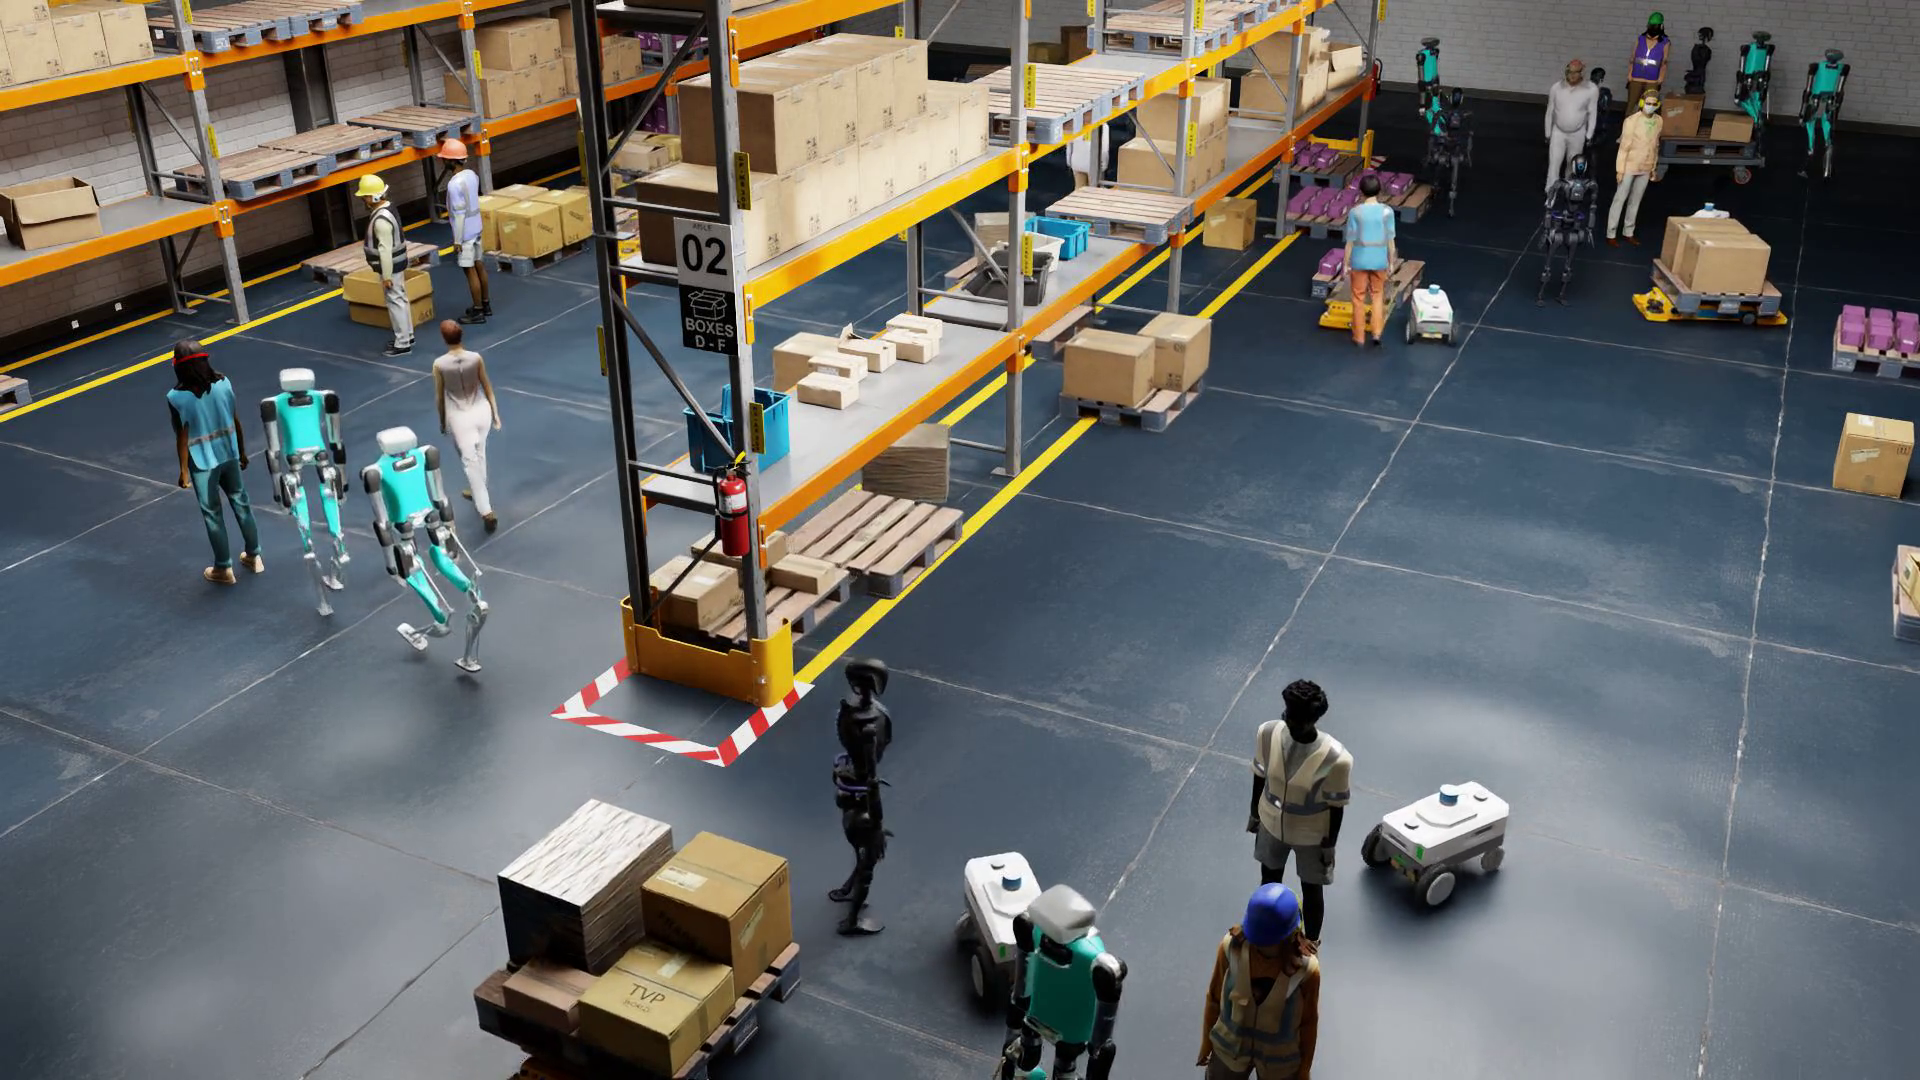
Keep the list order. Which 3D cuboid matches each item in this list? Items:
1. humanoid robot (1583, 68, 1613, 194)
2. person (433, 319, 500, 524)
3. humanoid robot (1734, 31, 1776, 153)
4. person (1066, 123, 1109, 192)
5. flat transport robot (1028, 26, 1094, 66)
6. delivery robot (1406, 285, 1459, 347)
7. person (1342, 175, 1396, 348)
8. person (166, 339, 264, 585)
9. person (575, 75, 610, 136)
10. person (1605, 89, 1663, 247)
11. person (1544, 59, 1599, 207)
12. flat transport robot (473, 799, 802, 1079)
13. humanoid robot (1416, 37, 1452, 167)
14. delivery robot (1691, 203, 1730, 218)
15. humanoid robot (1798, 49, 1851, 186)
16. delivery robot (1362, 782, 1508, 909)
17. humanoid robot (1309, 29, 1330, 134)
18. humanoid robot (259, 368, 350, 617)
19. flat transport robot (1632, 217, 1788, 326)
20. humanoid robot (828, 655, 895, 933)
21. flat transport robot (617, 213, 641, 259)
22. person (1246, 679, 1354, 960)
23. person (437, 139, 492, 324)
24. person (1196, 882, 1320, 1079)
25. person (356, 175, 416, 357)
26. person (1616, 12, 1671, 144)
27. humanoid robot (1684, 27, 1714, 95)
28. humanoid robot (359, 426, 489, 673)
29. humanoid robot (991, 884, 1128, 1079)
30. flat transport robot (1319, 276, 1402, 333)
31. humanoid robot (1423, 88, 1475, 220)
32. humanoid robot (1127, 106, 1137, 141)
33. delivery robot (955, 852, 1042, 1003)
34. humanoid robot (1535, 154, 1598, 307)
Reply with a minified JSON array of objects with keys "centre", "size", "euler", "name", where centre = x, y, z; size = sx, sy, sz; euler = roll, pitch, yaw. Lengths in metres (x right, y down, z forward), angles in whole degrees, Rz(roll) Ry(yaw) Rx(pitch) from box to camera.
[{"centre":[8.466,-5.463,22.238],"size":[0.585,1.633,0.466],"euler":[-10,28,-19],"name":"humanoid robot"},{"centre":[-3.865,-0.938,13.142],"size":[0.439,1.617,0.783],"euler":[-19,32,-33],"name":"person"},{"centre":[11.555,-6.348,24.078],"size":[0.551,1.911,0.741],"euler":[-6,27,-12],"name":"humanoid robot"},{"centre":[1.589,-4.645,20.501],"size":[0.586,1.735,0.385],"euler":[13,29,25],"name":"person"},{"centre":[1.837,-8.150,29.240],"size":[1.431,0.231,0.659],"euler":[21,33,36],"name":"flat transport robot"},{"centre":[4.860,-2.328,17.148],"size":[0.499,0.586,0.773],"euler":[4,27,7],"name":"delivery robot"},{"centre":[4.111,-2.788,16.751],"size":[0.506,1.741,0.450],"euler":[0,26,0],"name":"person"},{"centre":[-5.438,-0.566,12.123],"size":[0.386,1.865,0.536],"euler":[18,32,32],"name":"person"},{"centre":[-4.718,-5.166,21.432],"size":[0.388,1.849,0.565],"euler":[9,28,17],"name":"person"},{"centre":[8.132,-4.482,20.026],"size":[0.555,1.874,0.392],"euler":[-7,27,-15],"name":"person"},{"centre":[7.984,-5.365,21.807],"size":[0.637,1.875,0.896],"euler":[10,28,19],"name":"person"},{"centre":[-1.555,2.352,8.027],"size":[0.659,0.231,1.431],"euler":[13,29,24],"name":"flat transport robot"},{"centre":[6.868,-6.184,23.733],"size":[0.831,1.873,0.550],"euler":[20,33,35],"name":"humanoid robot"},{"centre":[8.967,-3.746,20.030],"size":[0.499,0.601,0.805],"euler":[21,33,36],"name":"delivery robot"},{"centre":[11.850,-5.726,22.752],"size":[0.546,1.823,0.879],"euler":[3,26,5],"name":"humanoid robot"},{"centre":[2.664,1.621,9.173],"size":[0.777,0.587,0.499],"euler":[-14,30,-27],"name":"delivery robot"},{"centre":[4.970,-6.675,24.648],"size":[0.994,1.772,0.530],"euler":[8,27,16],"name":"humanoid robot"},{"centre":[-4.523,-0.289,11.729],"size":[0.570,1.774,0.878],"euler":[-14,30,-26],"name":"humanoid robot"},{"centre":[8.047,-2.519,17.865],"size":[1.431,0.231,0.659],"euler":[3,26,5],"name":"flat transport robot"},{"centre":[-0.518,1.310,8.541],"size":[0.361,1.645,0.597],"euler":[-4,27,-8],"name":"humanoid robot"},{"centre":[-3.877,-3.678,20.206],"size":[0.659,0.231,1.431],"euler":[3,26,6],"name":"flat transport robot"},{"centre":[1.669,1.429,8.288],"size":[0.534,1.693,0.319],"euler":[20,32,34],"name":"person"},{"centre":[-5.184,-3.227,17.414],"size":[0.346,1.942,0.547],"euler":[2,26,4],"name":"person"},{"centre":[1.211,2.120,6.801],"size":[0.471,1.771,0.322],"euler":[10,28,19],"name":"person"},{"centre":[-5.694,-2.733,16.549],"size":[0.403,1.824,0.591],"euler":[-5,27,-10],"name":"person"},{"centre":[10.221,-6.874,24.791],"size":[0.529,1.931,0.410],"euler":[15,30,28],"name":"person"},{"centre":[11.109,-6.884,25.105],"size":[0.332,1.657,0.585],"euler":[4,27,8],"name":"humanoid robot"},{"centre":[-3.451,0.133,10.863],"size":[1.030,1.734,0.559],"euler":[24,35,39],"name":"humanoid robot"},{"centre":[0.256,2.225,6.577],"size":[0.719,1.749,0.542],"euler":[-23,35,-39],"name":"humanoid robot"},{"centre":[4.350,-2.570,17.969],"size":[0.659,0.231,1.431],"euler":[10,28,19],"name":"flat transport robot"},{"centre":[6.253,-4.961,21.263],"size":[0.610,1.627,0.769],"euler":[2,26,5],"name":"humanoid robot"},{"centre":[2.518,-5.853,23.082],"size":[0.793,1.630,0.593],"euler":[-23,34,-38],"name":"humanoid robot"},{"centre":[0.265,1.954,8.500],"size":[0.508,0.587,0.759],"euler":[-7,27,-13],"name":"delivery robot"},{"centre":[6.542,-3.332,17.905],"size":[0.599,1.657,0.315],"euler":[0,26,0],"name":"humanoid robot"}]
